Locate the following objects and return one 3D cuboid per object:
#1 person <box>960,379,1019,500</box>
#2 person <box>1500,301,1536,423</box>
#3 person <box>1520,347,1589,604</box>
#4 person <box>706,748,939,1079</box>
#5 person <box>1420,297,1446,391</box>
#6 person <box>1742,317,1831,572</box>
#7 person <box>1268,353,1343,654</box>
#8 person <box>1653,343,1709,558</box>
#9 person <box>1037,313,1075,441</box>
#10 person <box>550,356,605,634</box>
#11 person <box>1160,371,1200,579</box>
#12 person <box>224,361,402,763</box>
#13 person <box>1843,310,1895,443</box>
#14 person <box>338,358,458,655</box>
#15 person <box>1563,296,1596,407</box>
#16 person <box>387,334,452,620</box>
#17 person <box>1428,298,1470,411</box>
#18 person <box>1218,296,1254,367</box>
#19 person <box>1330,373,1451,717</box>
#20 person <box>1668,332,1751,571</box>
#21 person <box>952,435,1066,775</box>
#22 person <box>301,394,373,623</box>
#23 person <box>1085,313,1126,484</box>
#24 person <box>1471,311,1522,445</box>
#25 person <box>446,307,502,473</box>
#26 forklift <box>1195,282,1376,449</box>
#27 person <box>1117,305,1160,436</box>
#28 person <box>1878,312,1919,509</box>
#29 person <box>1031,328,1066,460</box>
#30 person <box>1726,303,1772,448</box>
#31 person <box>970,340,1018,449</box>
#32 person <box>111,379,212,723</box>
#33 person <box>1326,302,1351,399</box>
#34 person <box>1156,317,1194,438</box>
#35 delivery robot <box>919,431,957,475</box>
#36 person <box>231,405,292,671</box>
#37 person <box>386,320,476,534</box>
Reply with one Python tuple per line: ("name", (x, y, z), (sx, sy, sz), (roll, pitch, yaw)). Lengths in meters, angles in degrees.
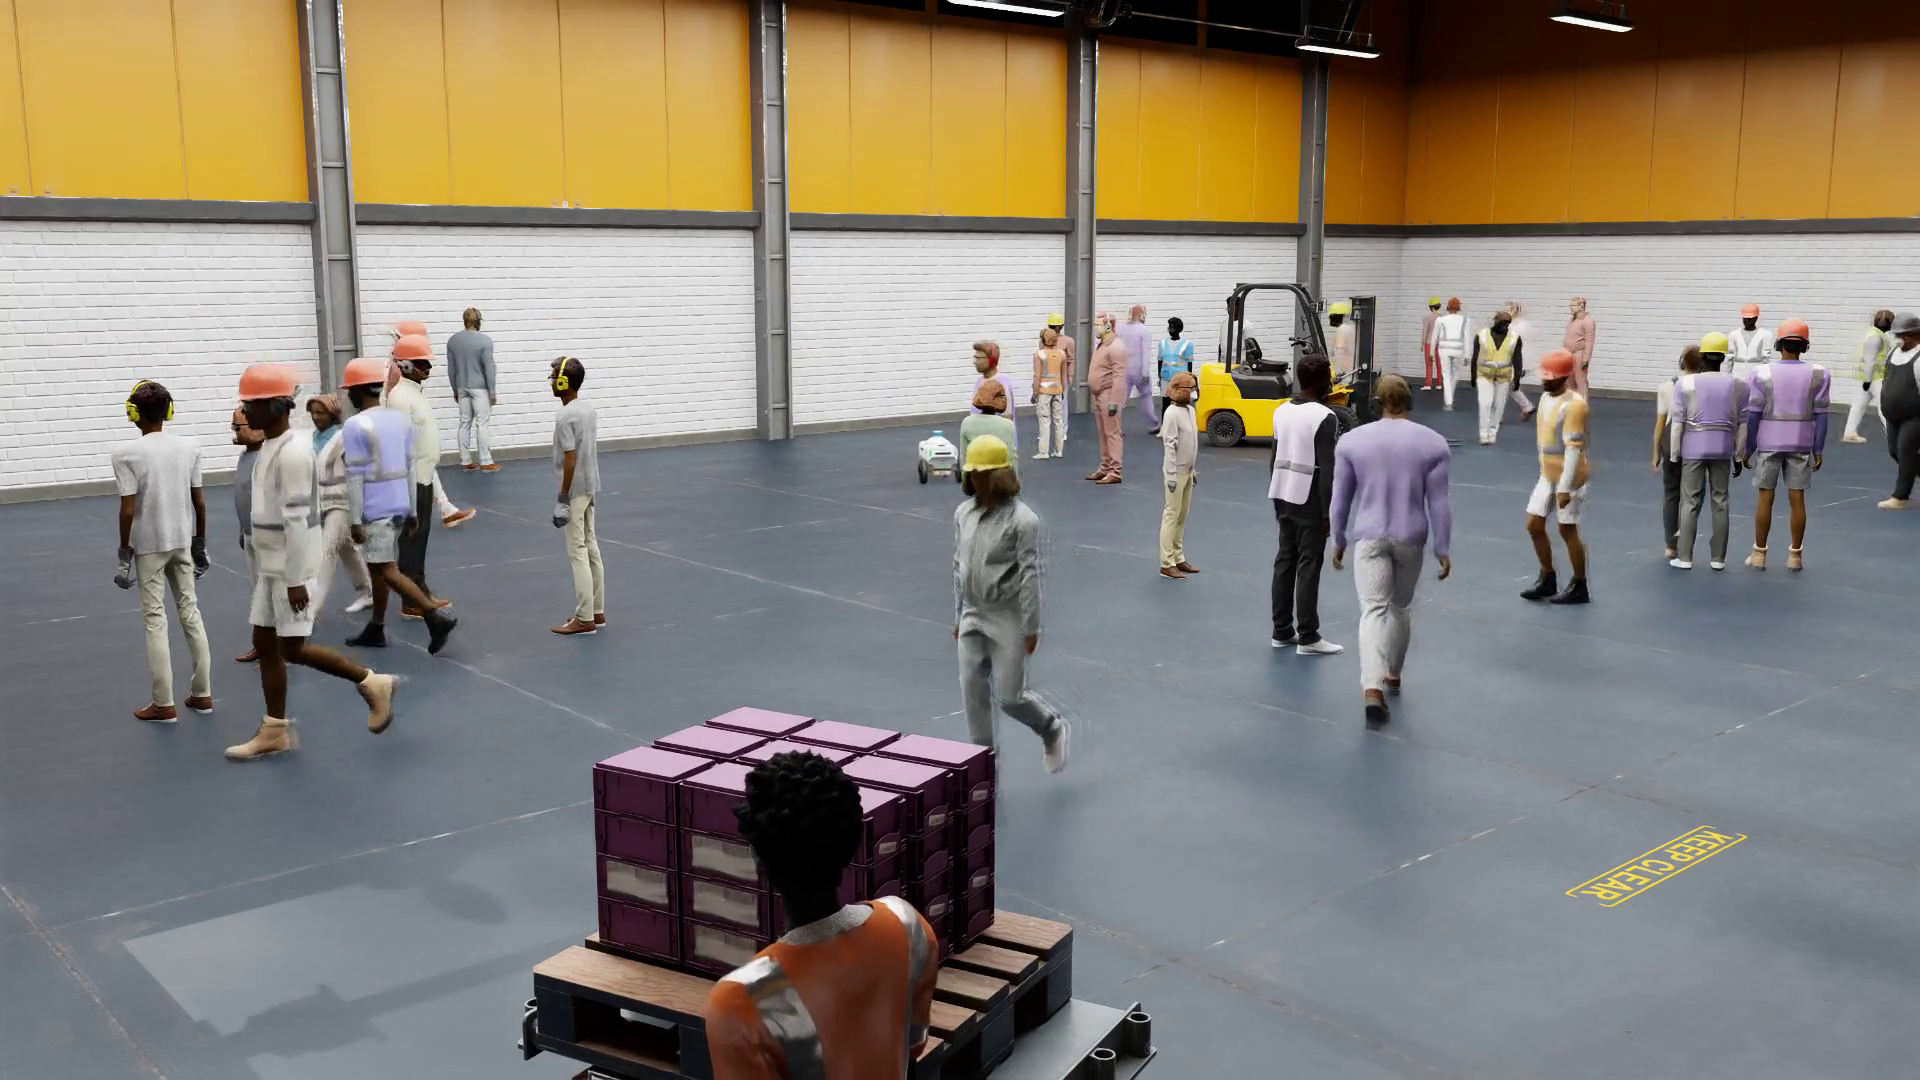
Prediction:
("person", (0.225, -0.380, 12.356), (0.500, 1.633, 0.279), (7, 12, 36))
("person", (8.352, -2.678, 25.126), (0.908, 1.876, 0.651), (-2, 10, -10))
("person", (4.348, -0.451, 12.003), (0.621, 1.889, 0.559), (-2, 10, -13))
("person", (-0.242, 1.197, 2.933), (0.322, 1.697, 0.532), (7, 12, 36))
("person", (8.941, -3.700, 31.399), (0.524, 1.772, 0.301), (-3, 10, -18))
("person", (6.627, -0.761, 13.387), (0.607, 2.044, 0.377), (3, 10, 16))
("person", (2.195, -0.230, 10.643), (0.399, 1.920, 0.590), (-4, 11, -24))
("person", (6.014, -0.716, 13.809), (0.518, 1.821, 0.631), (6, 11, 32))
("person", (1.310, -2.238, 22.866), (0.523, 1.762, 0.329), (4, 10, 21))
("person", (-2.591, -0.293, 11.167), (0.330, 1.869, 0.518), (2, 10, 10))
("person", (1.749, -0.518, 13.162), (0.275, 1.632, 0.507), (5, 11, 27))
("person", (-3.320, 0.105, 8.392), (0.788, 2.019, 0.620), (-7, 12, -34))
("person", (12.445, -2.182, 22.393), (0.922, 1.796, 0.638), (5, 11, 27))
("person", (-3.596, -0.201, 10.570), (0.863, 1.904, 0.551), (3, 10, 19))
("person", (9.672, -2.866, 26.117), (0.403, 1.904, 0.651), (-1, 10, -8))
("person", (-3.806, -0.444, 11.668), (0.384, 1.993, 0.623), (-1, 10, -8))
("person", (8.087, -3.074, 27.517), (0.596, 1.831, 0.971), (0, 10, 3))
("person", (4.006, -2.597, 24.359), (0.367, 1.967, 0.603), (-9, 13, -41))
("person", (2.399, 0.021, 9.302), (0.649, 1.890, 1.025), (1, 10, 8))
("person", (6.018, -0.707, 13.410), (0.588, 1.927, 0.370), (2, 10, 10))
("person", (0.210, 0.354, 7.774), (0.490, 1.726, 0.568), (9, 13, 42))
("person", (-4.398, -0.220, 11.549), (0.523, 1.583, 0.898), (5, 11, 29))
("person", (1.623, -1.577, 18.567), (0.399, 1.909, 0.642), (-2, 10, -11))
("person", (7.192, -2.166, 22.320), (0.643, 1.798, 0.801), (2, 10, 11))
("person", (-5.702, -1.752, 19.495), (0.629, 1.939, 0.372), (4, 10, 21))
("forklift", (4.328, -2.346, 22.227), (2.313, 2.155, 1.214), (3, 10, 16))
("person", (2.475, -2.381, 23.478), (1.038, 1.848, 0.649), (-8, 13, -40))
("person", (9.642, -1.331, 16.733), (0.788, 2.000, 0.697), (-2, 10, -9))
("person", (1.107, -1.817, 20.771), (0.529, 1.642, 0.309), (-7, 12, -36))
("person", (10.385, -2.162, 21.957), (0.539, 1.929, 0.410), (7, 12, 37))
("person", (0.266, -0.740, 13.849), (0.386, 1.843, 0.582), (-4, 10, -21))
("person", (-4.362, 0.062, 9.077), (0.313, 1.869, 0.538), (6, 12, 33))
("person", (5.477, -2.481, 23.943), (0.954, 1.884, 0.597), (1, 10, 7))
("person", (2.973, -2.241, 23.063), (0.532, 1.697, 0.322), (5, 11, 27))
("delivery robot", (-0.248, -0.987, 18.786), (0.477, 0.478, 0.707), (-2, 10, -10))
("person", (-4.316, -0.019, 10.238), (0.279, 1.634, 0.499), (-9, 13, -41))
("person", (-4.934, -1.024, 15.198), (0.934, 1.945, 0.614), (-4, 10, -21))
